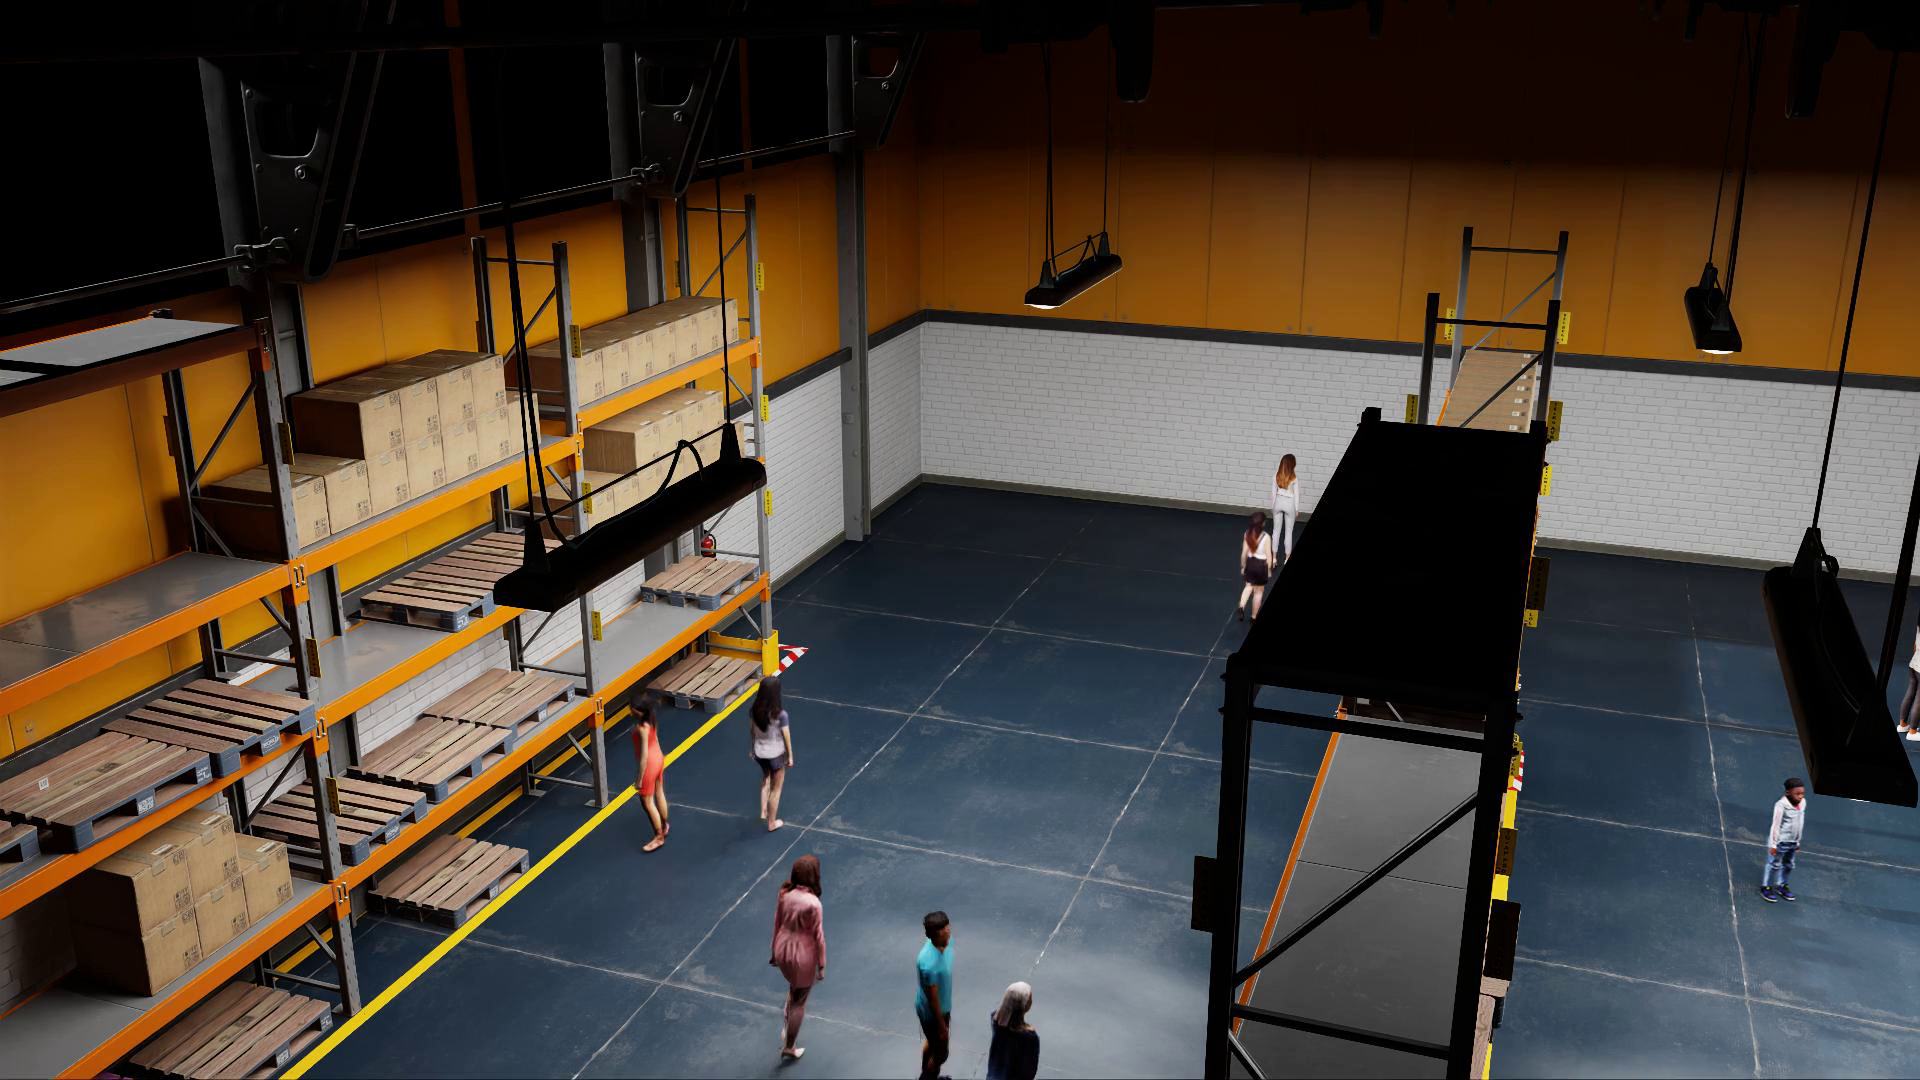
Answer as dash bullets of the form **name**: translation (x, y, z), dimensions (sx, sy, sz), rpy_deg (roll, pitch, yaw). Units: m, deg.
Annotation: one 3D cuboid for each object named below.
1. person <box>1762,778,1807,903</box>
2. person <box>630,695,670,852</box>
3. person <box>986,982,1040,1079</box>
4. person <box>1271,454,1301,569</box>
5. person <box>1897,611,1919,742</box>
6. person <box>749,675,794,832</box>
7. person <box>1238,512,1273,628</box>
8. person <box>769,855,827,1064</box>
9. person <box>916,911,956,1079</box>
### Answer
- **person**: translation (7.866, 2.829, 15.836), dimensions (0.558, 1.258, 0.608), rpy_deg (-5, 19, -14)
- **person**: translation (-3.092, 2.277, 16.794), dimensions (0.856, 1.693, 0.590), rpy_deg (5, 19, 14)
- **person**: translation (0.299, 3.957, 11.868), dimensions (0.892, 1.653, 1.210), rpy_deg (17, 25, 41)
- **person**: translation (4.824, -0.432, 24.721), dimensions (0.598, 1.768, 0.560), rpy_deg (9, 21, 25)
- **person**: translation (11.102, 1.500, 19.174), dimensions (0.686, 1.647, 0.558), rpy_deg (1, 19, 3)
- **person**: translation (-1.991, 2.208, 16.999), dimensions (0.645, 1.695, 0.636), rpy_deg (9, 21, 26)
- **person**: translation (3.951, 0.430, 22.368), dimensions (0.667, 1.637, 0.809), rpy_deg (13, 22, 33)
- **person**: translation (-1.364, 3.402, 13.331), dimensions (0.719, 1.772, 0.741), rpy_deg (12, 22, 31)
- **person**: translation (-0.217, 3.601, 12.779), dimensions (0.775, 1.747, 0.549), rpy_deg (0, 19, 0)
